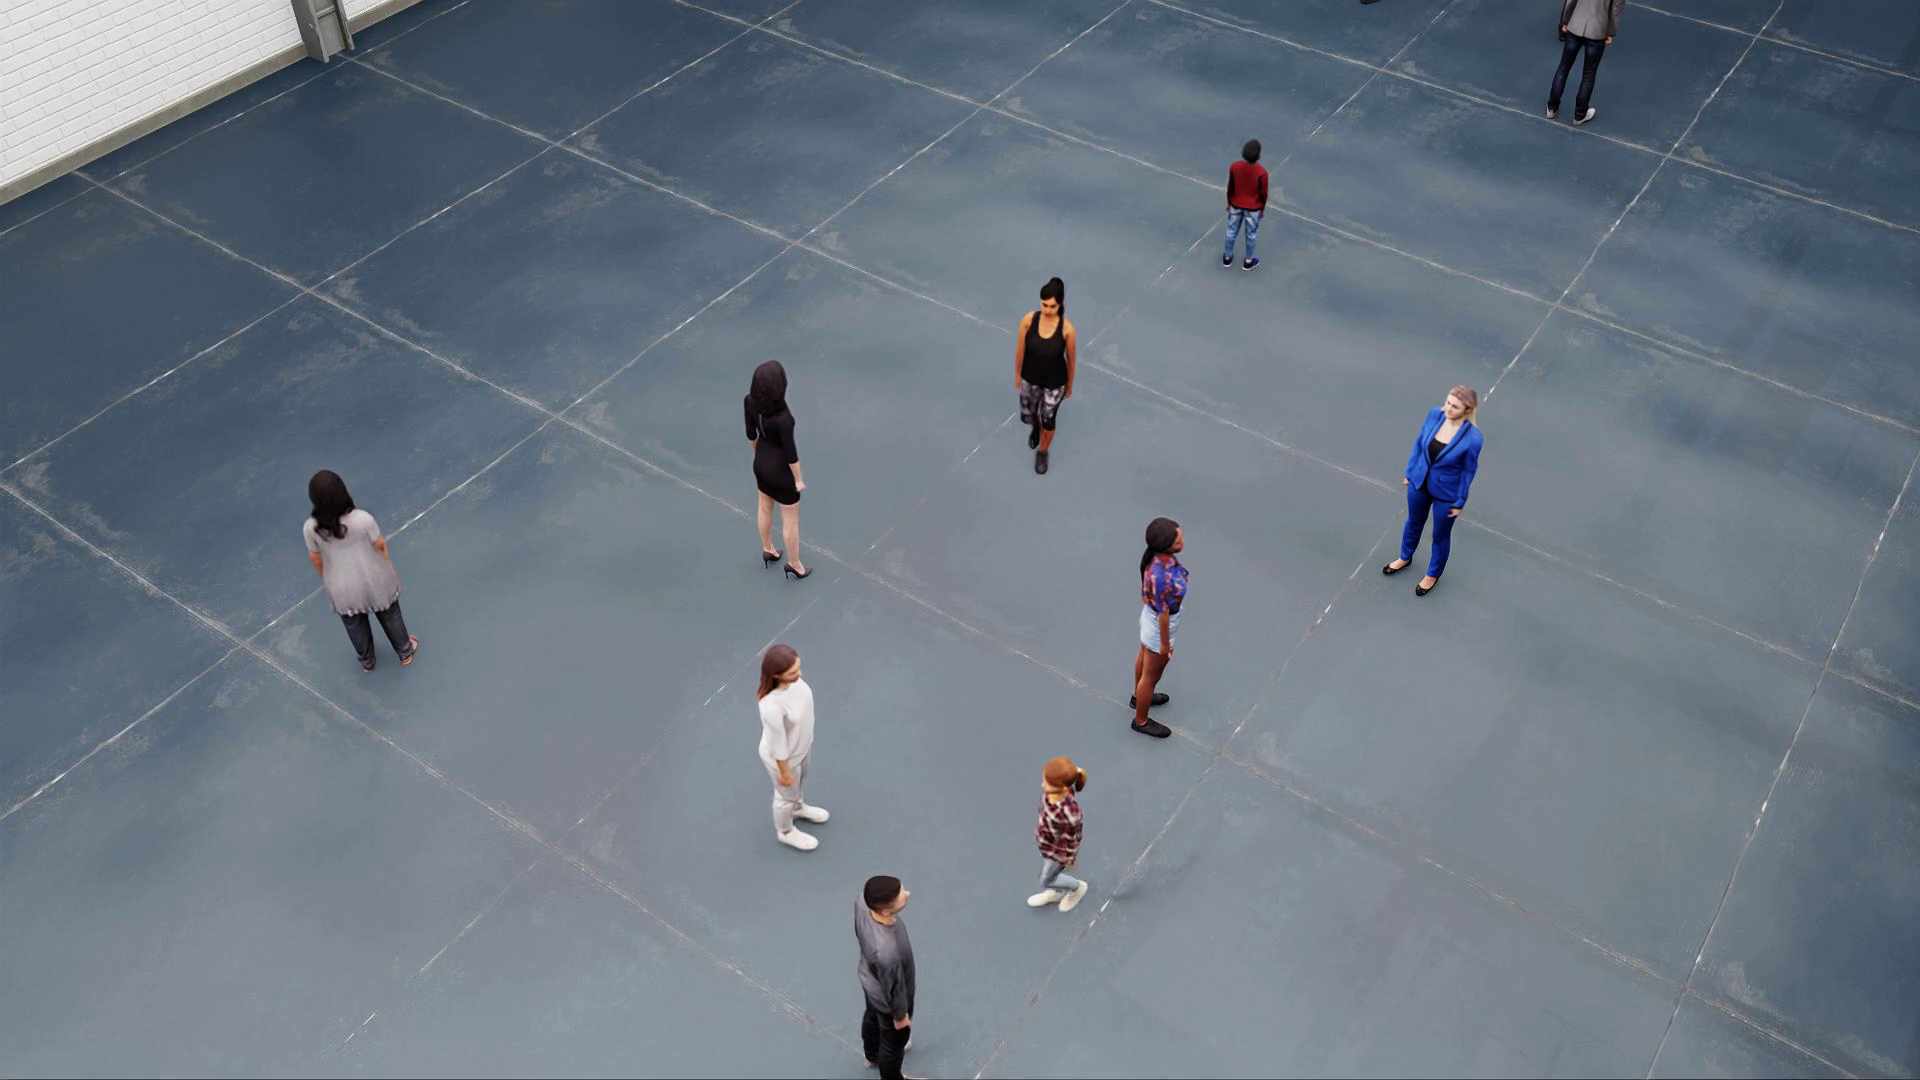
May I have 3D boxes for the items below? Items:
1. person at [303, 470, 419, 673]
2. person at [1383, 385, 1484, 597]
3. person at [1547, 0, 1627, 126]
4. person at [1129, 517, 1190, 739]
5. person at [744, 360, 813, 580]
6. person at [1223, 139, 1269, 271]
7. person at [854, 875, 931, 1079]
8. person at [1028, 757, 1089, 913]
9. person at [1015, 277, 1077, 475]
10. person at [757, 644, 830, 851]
[{"bbox_3d":[-3.903,0.218,10.760,0.771,1.614,0.836,-10,45,-10],"label":"person"},{"bbox_3d":[3.250,-0.359,11.303,0.628,1.701,0.677,-31,52,-29],"label":"person"},{"bbox_3d":[6.036,-4.911,15.958,0.674,1.871,0.557,26,49,24],"label":"person"},{"bbox_3d":[1.227,0.524,10.346,0.730,1.743,0.628,1,44,1],"label":"person"},{"bbox_3d":[-1.257,-0.464,11.336,0.614,1.807,0.520,32,52,29],"label":"person"},{"bbox_3d":[2.456,-2.889,14.282,0.539,1.254,0.544,17,46,17],"label":"person"},{"bbox_3d":[-0.374,2.269,8.500,0.718,1.760,0.700,-15,46,-15],"label":"person"},{"bbox_3d":[0.616,1.675,9.460,0.706,1.298,0.654,-14,45,-14],"label":"person"},{"bbox_3d":[0.634,-1.252,12.273,0.723,1.656,0.777,9,44,9],"label":"person"},{"bbox_3d":[-1.013,1.184,9.692,0.747,1.688,0.629,7,44,7],"label":"person"}]
